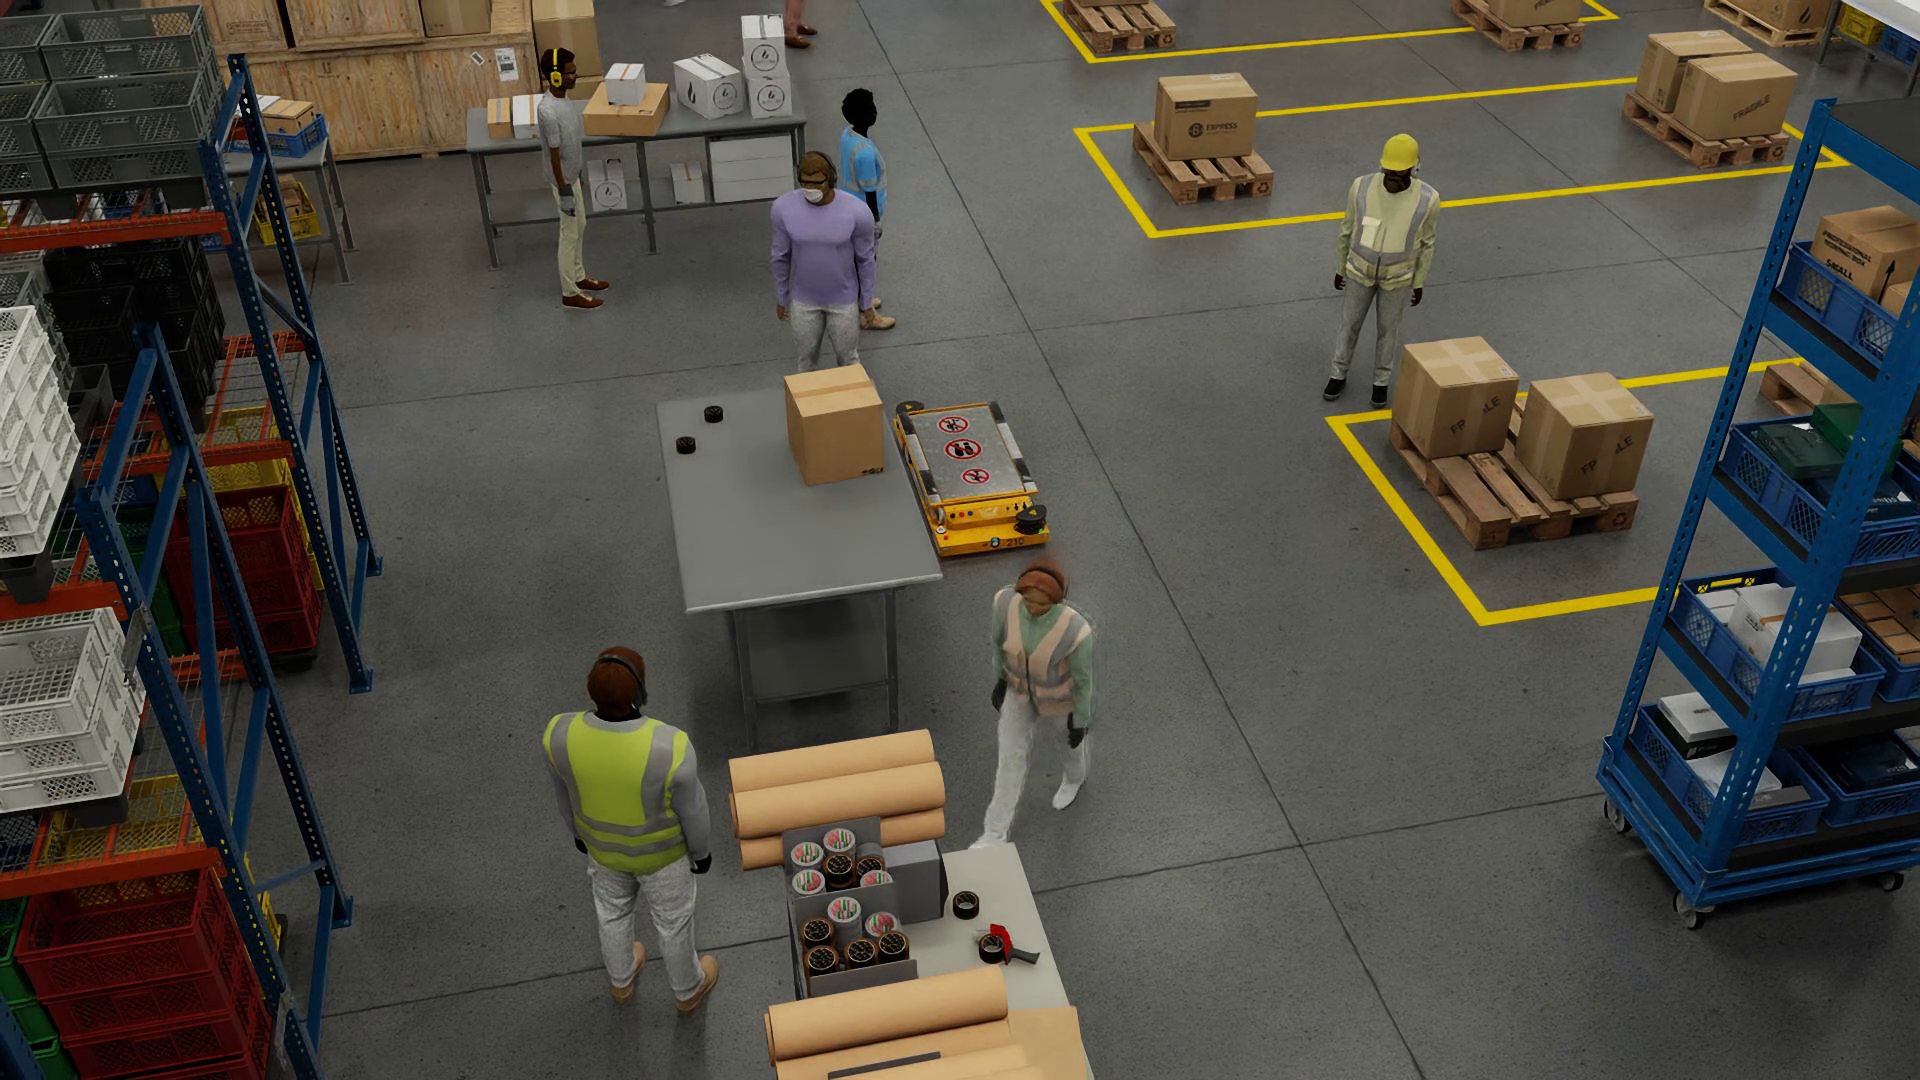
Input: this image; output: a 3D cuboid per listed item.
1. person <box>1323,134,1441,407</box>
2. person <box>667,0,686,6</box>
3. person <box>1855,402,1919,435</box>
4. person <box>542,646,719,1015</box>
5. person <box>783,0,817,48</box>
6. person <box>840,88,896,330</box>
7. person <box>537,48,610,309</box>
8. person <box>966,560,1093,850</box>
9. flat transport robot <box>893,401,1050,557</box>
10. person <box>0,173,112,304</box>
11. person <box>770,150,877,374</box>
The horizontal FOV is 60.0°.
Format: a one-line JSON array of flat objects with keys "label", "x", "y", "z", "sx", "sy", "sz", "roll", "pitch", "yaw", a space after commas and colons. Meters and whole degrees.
[{"label": "person", "x": 2.655, "y": -1.694, "z": 10.508, "sx": 0.588, "sy": 1.834, "sz": 0.403, "roll": 12, "pitch": 38, "yaw": 16}, {"label": "person", "x": -3.218, "y": -6.336, "z": 16.730, "sx": 1.028, "sy": 1.862, "sz": 0.632, "roll": 11, "pitch": 38, "yaw": 14}, {"label": "person", "x": 4.220, "y": 0.104, "z": 7.958, "sx": 0.396, "sy": 1.992, "sz": 0.623, "roll": 9, "pitch": 38, "yaw": 12}, {"label": "person", "x": -1.279, "y": 1.182, "z": 6.647, "sx": 0.629, "sy": 1.837, "sz": 0.430, "roll": 7, "pitch": 37, "yaw": 10}, {"label": "person", "x": -1.538, "y": -5.685, "z": 15.836, "sx": 0.425, "sy": 1.883, "sz": 0.675, "roll": 5, "pitch": 37, "yaw": 6}, {"label": "person", "x": -0.654, "y": -2.263, "z": 11.383, "sx": 0.318, "sy": 1.700, "sz": 0.535, "roll": -12, "pitch": 38, "yaw": -15}, {"label": "person", "x": -2.723, "y": -2.505, "z": 11.580, "sx": 0.318, "sy": 1.862, "sz": 0.519, "roll": 1, "pitch": 37, "yaw": 1}, {"label": "person", "x": 0.356, "y": 0.727, "z": 7.450, "sx": 0.523, "sy": 1.586, "sz": 0.833, "roll": 21, "pitch": 41, "yaw": 25}, {"label": "flat transport robot", "x": 0.046, "y": -0.430, "z": 10.108, "sx": 0.652, "sy": 0.197, "sz": 1.431, "roll": -8, "pitch": 37, "yaw": -10}, {"label": "person", "x": -5.658, "y": -1.775, "z": 10.573, "sx": 0.337, "sy": 1.884, "sz": 0.584, "roll": 23, "pitch": 42, "yaw": 27}, {"label": "person", "x": -0.822, "y": -1.470, "z": 10.119, "sx": 0.635, "sy": 1.937, "sz": 0.354, "roll": 4, "pitch": 37, "yaw": 5}]
